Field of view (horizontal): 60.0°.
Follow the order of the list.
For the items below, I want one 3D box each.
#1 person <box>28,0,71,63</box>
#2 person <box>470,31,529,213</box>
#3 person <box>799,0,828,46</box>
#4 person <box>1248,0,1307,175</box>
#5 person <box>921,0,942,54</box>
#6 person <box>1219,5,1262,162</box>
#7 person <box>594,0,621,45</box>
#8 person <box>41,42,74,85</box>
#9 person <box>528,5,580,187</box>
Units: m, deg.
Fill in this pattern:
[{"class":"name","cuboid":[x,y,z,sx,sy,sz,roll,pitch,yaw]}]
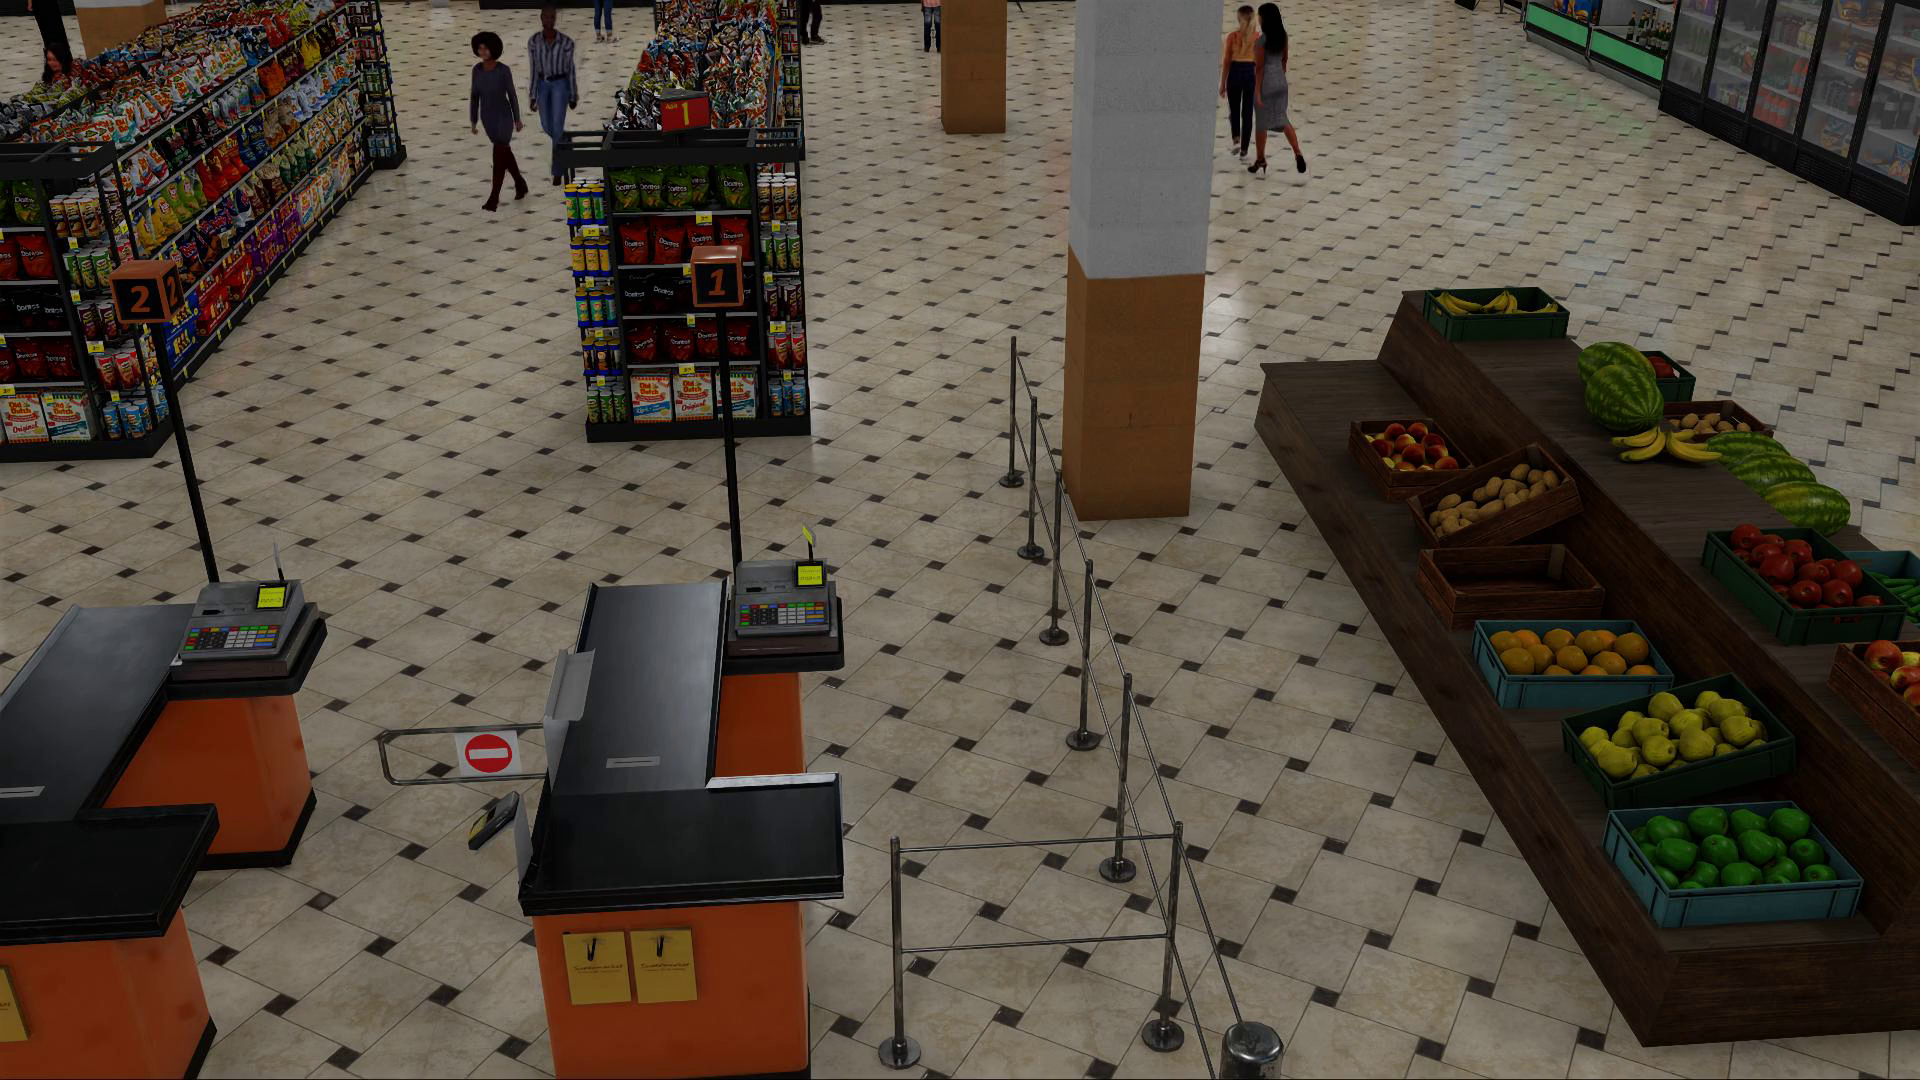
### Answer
[{"class":"person","cuboid":[-12.563,-7.379,22.809,0.716,1.606,0.632,16,31,29]},{"class":"person","cuboid":[-4.472,-4.078,16.234,0.879,1.666,1.179,8,28,15]},{"class":"person","cuboid":[-2.241,-7.858,23.932,0.760,1.446,0.652,-13,30,-25]},{"class":"person","cuboid":[3.276,-4.620,17.199,0.872,1.759,1.044,-13,30,-24]},{"class":"person","cuboid":[-0.389,-7.578,23.533,0.538,1.307,0.543,3,27,6]},{"class":"person","cuboid":[3.024,-4.887,17.885,0.727,1.615,0.722,7,28,14]},{"class":"person","cuboid":[-5.210,-7.993,24.156,0.627,1.483,0.644,11,29,21]},{"class":"person","cuboid":[-8.615,-4.081,16.328,0.791,1.586,0.981,6,27,11]},{"class":"person","cuboid":[-4.174,-4.590,17.137,0.718,1.762,1.101,0,27,1]}]
